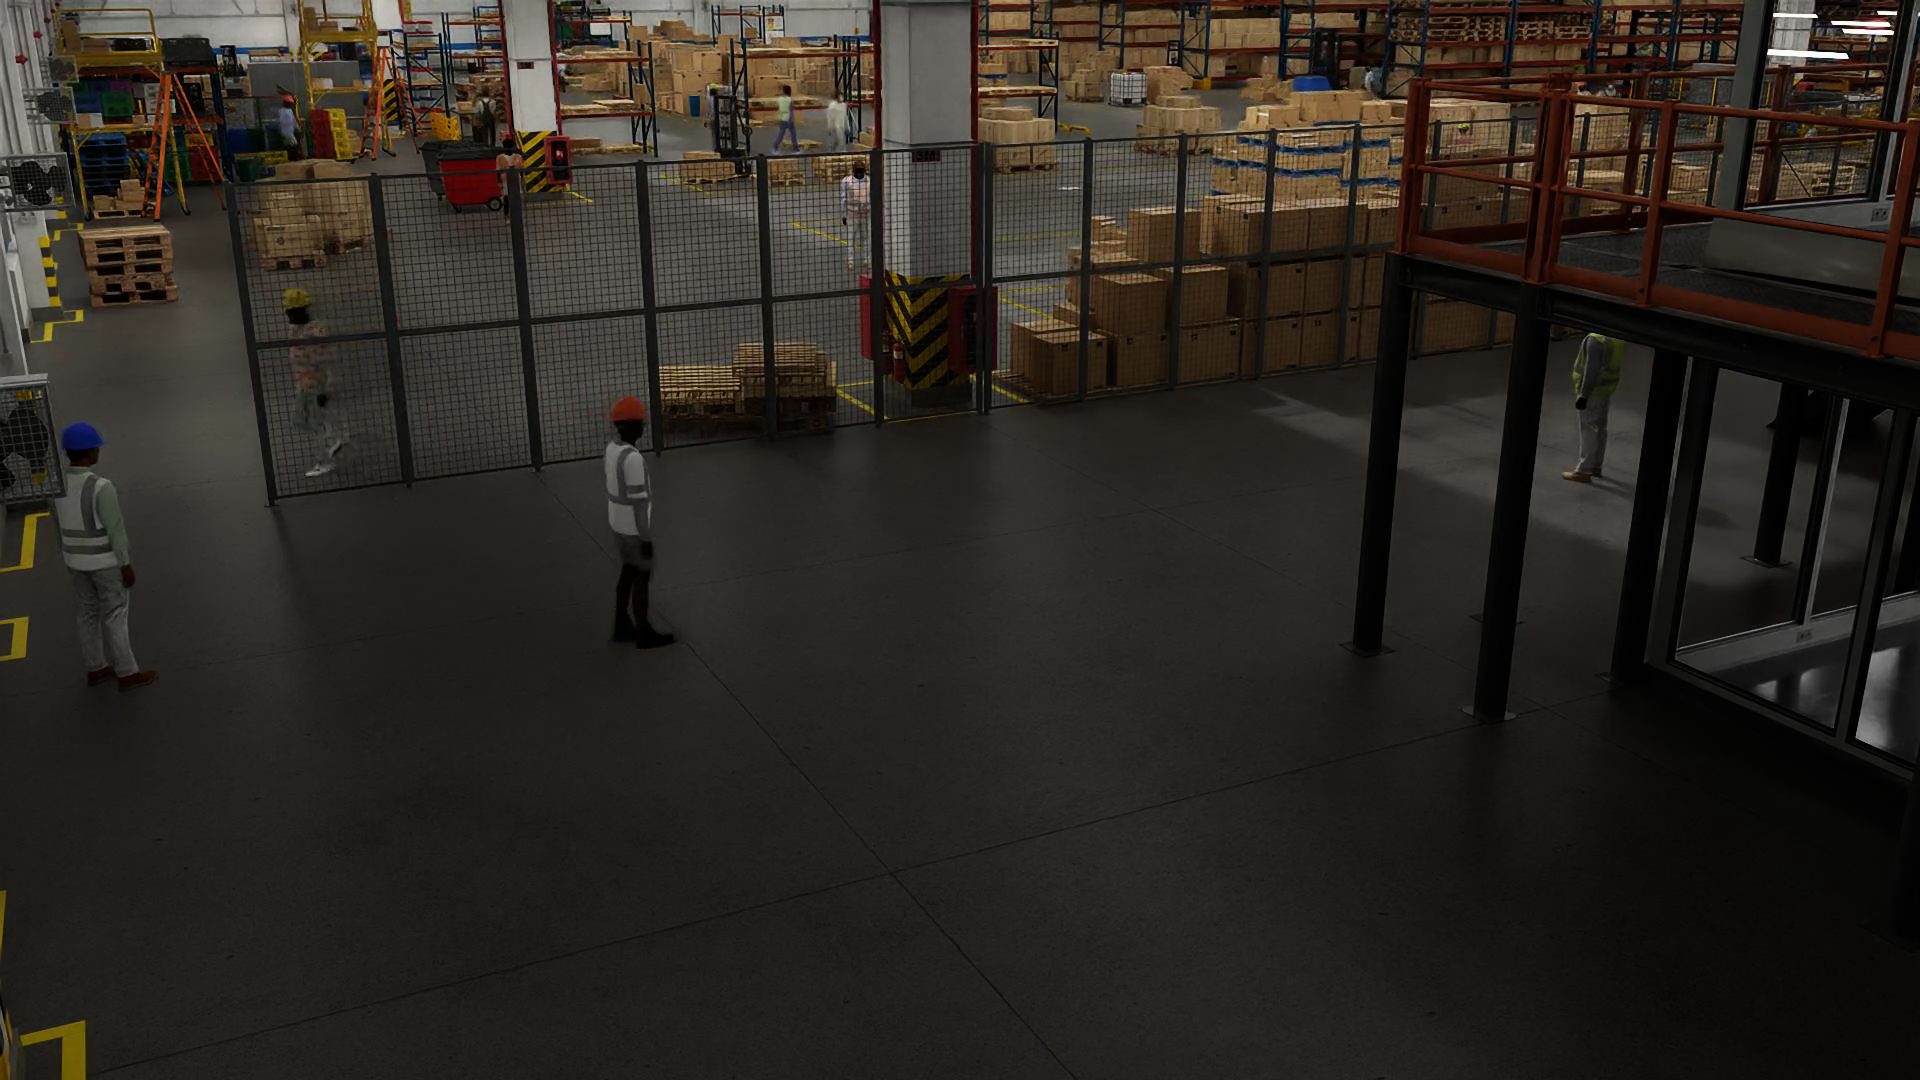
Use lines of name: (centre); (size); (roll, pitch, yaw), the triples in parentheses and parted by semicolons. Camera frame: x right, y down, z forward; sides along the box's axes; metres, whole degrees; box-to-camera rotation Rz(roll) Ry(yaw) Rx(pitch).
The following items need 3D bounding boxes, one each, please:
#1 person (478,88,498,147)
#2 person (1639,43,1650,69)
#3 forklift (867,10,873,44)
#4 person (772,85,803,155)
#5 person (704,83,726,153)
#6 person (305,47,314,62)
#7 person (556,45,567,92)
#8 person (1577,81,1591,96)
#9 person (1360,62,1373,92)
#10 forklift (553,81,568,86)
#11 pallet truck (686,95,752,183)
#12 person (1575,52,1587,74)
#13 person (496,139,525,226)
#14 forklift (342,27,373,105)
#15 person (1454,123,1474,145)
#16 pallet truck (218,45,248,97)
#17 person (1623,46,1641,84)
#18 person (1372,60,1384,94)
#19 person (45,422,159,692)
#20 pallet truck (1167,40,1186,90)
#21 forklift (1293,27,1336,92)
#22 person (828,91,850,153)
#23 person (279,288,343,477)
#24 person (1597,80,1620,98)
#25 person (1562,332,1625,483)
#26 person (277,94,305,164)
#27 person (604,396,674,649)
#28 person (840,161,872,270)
person: (-12.817, -11.351, 45.181); (0.526, 1.821, 0.746); (-2, 19, -7)
person: (31.357, -22.008, 76.378); (0.530, 1.604, 0.581); (3, 19, 9)
forklift: (-4.379, -25.233, 83.817); (1.873, 2.768, 1.129); (-4, 19, -11)
person: (-4.753, -11.453, 45.397); (0.594, 1.873, 0.971); (15, 24, 38)
person: (-6.722, -11.509, 45.510); (0.464, 1.897, 0.716); (15, 24, 37)
person: (-26.508, -19.140, 67.740); (0.984, 1.842, 0.587); (11, 22, 29)
person: (-16.427, -19.364, 68.324); (0.549, 1.886, 0.996); (-7, 20, -20)
person: (17.539, -12.084, 47.124); (0.551, 1.935, 0.375); (13, 23, 33)
person: (13.734, -15.277, 56.529); (0.844, 1.833, 0.513); (0, 19, 0)
forklift: (-18.035, -20.936, 71.360); (1.873, 2.768, 1.129); (-12, 22, -31)
pallet truck: (-5.836, -9.608, 39.856); (0.823, 1.965, 1.885); (10, 22, 27)
person: (24.703, -18.517, 66.129); (0.530, 1.699, 0.321); (13, 23, 34)
person: (-8.936, -7.121, 33.097); (0.540, 1.696, 0.317); (-8, 20, -21)
forklift: (-22.257, -17.351, 60.966); (1.873, 2.768, 1.129); (-9, 21, -25)
person: (10.881, -8.198, 36.116); (0.523, 1.769, 0.316); (-8, 20, -21)
pallet truck: (-28.879, -18.665, 66.111); (0.823, 1.965, 1.885); (-3, 19, -9)
person: (27.873, -19.597, 69.068); (0.652, 1.826, 0.445); (7, 20, 18)
person: (15.444, -16.783, 61.152); (0.850, 1.650, 0.555); (-10, 22, -27)
person: (-6.076, 0.121, 11.731); (0.615, 1.943, 0.409); (8, 20, 21)
pallet truck: (9.045, -19.971, 69.895); (0.823, 1.965, 1.885); (-3, 19, -8)
forklift: (13.278, -17.357, 60.986); (1.873, 2.768, 1.129); (-9, 21, -25)
person: (-3.133, -10.676, 43.128); (1.005, 1.891, 0.644); (12, 22, 31)
person: (-6.527, -1.587, 16.738); (0.587, 1.915, 0.445); (14, 24, 36)
person: (18.288, -12.100, 47.014); (0.684, 2.000, 1.018); (-2, 19, -5)
person: (6.309, -1.490, 16.560); (0.429, 1.842, 0.634); (17, 25, 40)
person: (-17.042, -10.375, 42.272); (1.055, 1.870, 0.574); (-2, 19, -6)
person: (-2.443, -0.132, 12.497); (0.379, 1.936, 0.557); (-11, 22, -29)
person: (-1.709, -5.503, 28.197); (0.625, 1.841, 0.429); (-6, 20, -17)
